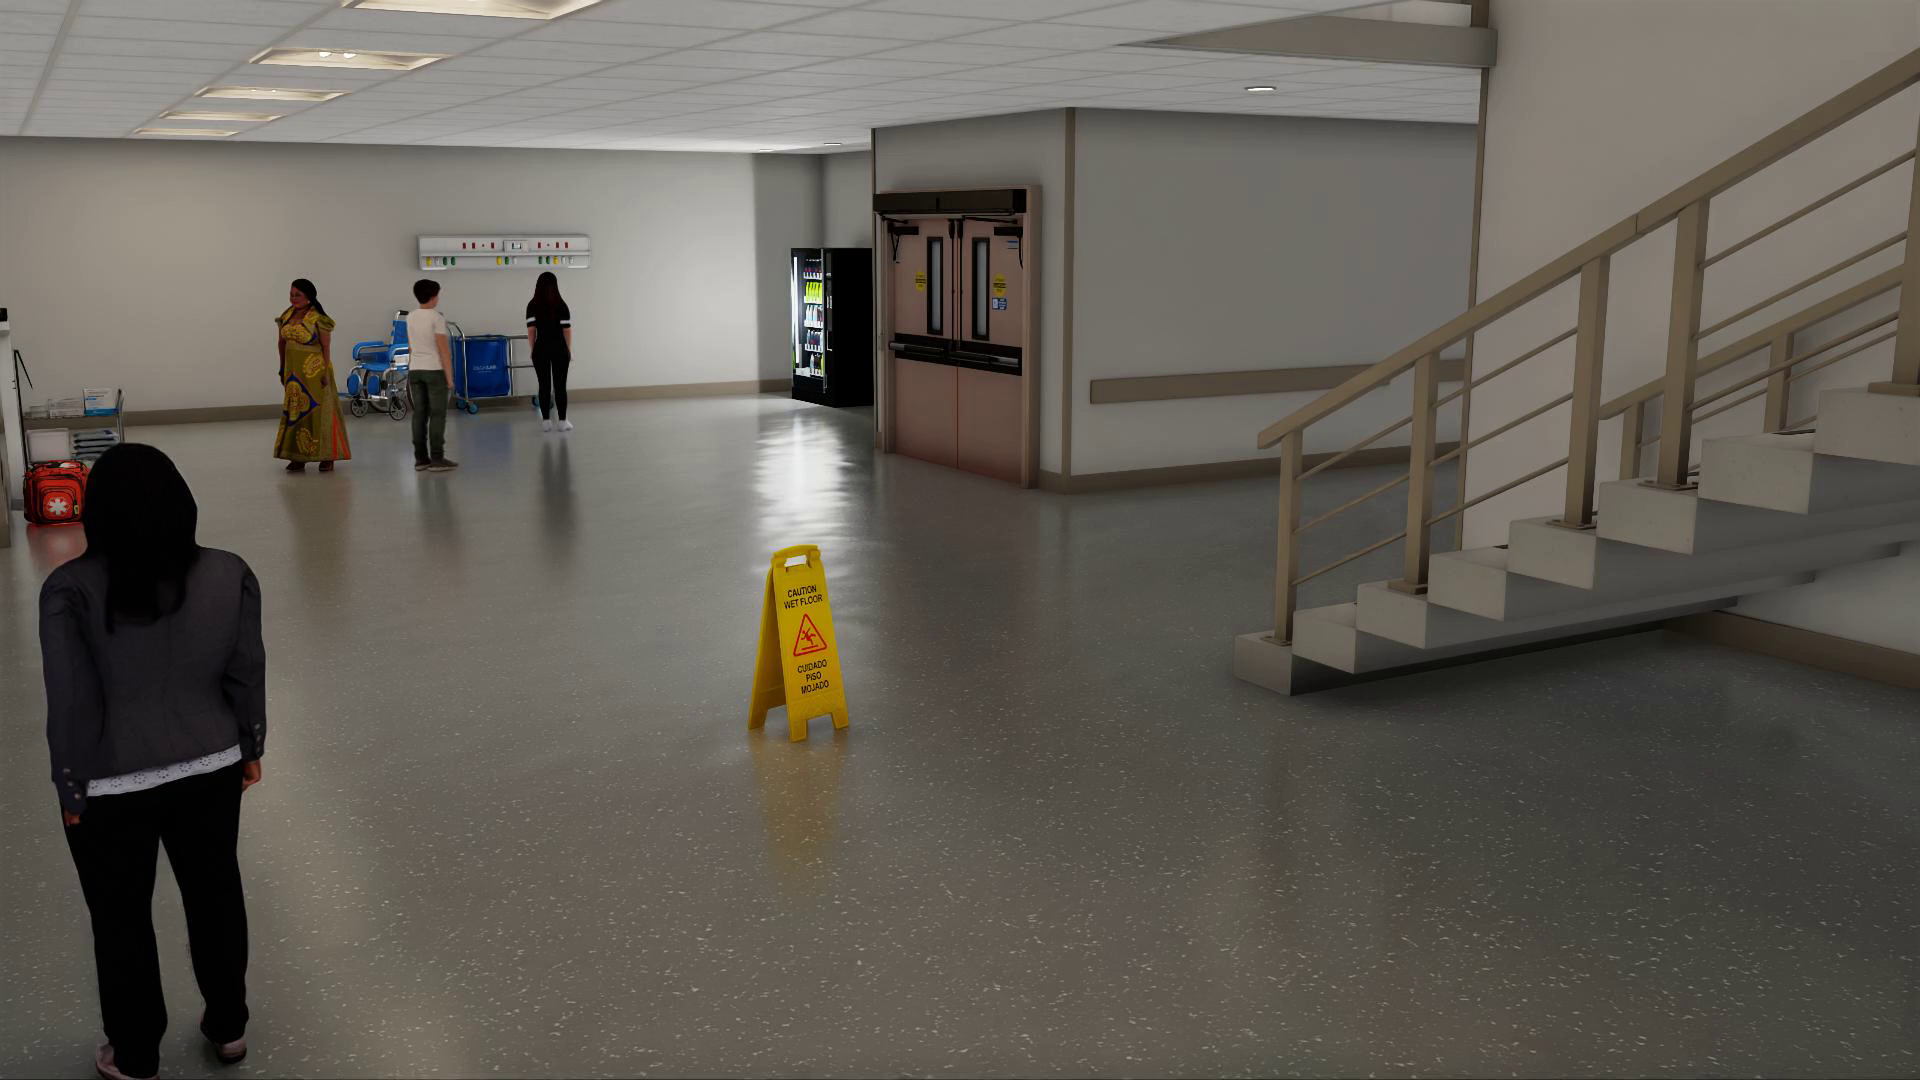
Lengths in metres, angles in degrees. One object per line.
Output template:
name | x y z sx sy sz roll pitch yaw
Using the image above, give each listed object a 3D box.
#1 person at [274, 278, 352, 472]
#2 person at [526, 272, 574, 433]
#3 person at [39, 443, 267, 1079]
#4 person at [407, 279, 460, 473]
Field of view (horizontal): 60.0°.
person | -5.664 -1.439 14.428 1.002 1.661 1.032 1 11 7
person | -4.232 -1.949 17.177 0.705 1.638 0.730 0 11 -2
person | -1.983 0.555 4.094 0.747 1.597 0.745 10 15 43
person | -4.604 -1.426 14.391 0.633 1.649 0.710 4 12 21
